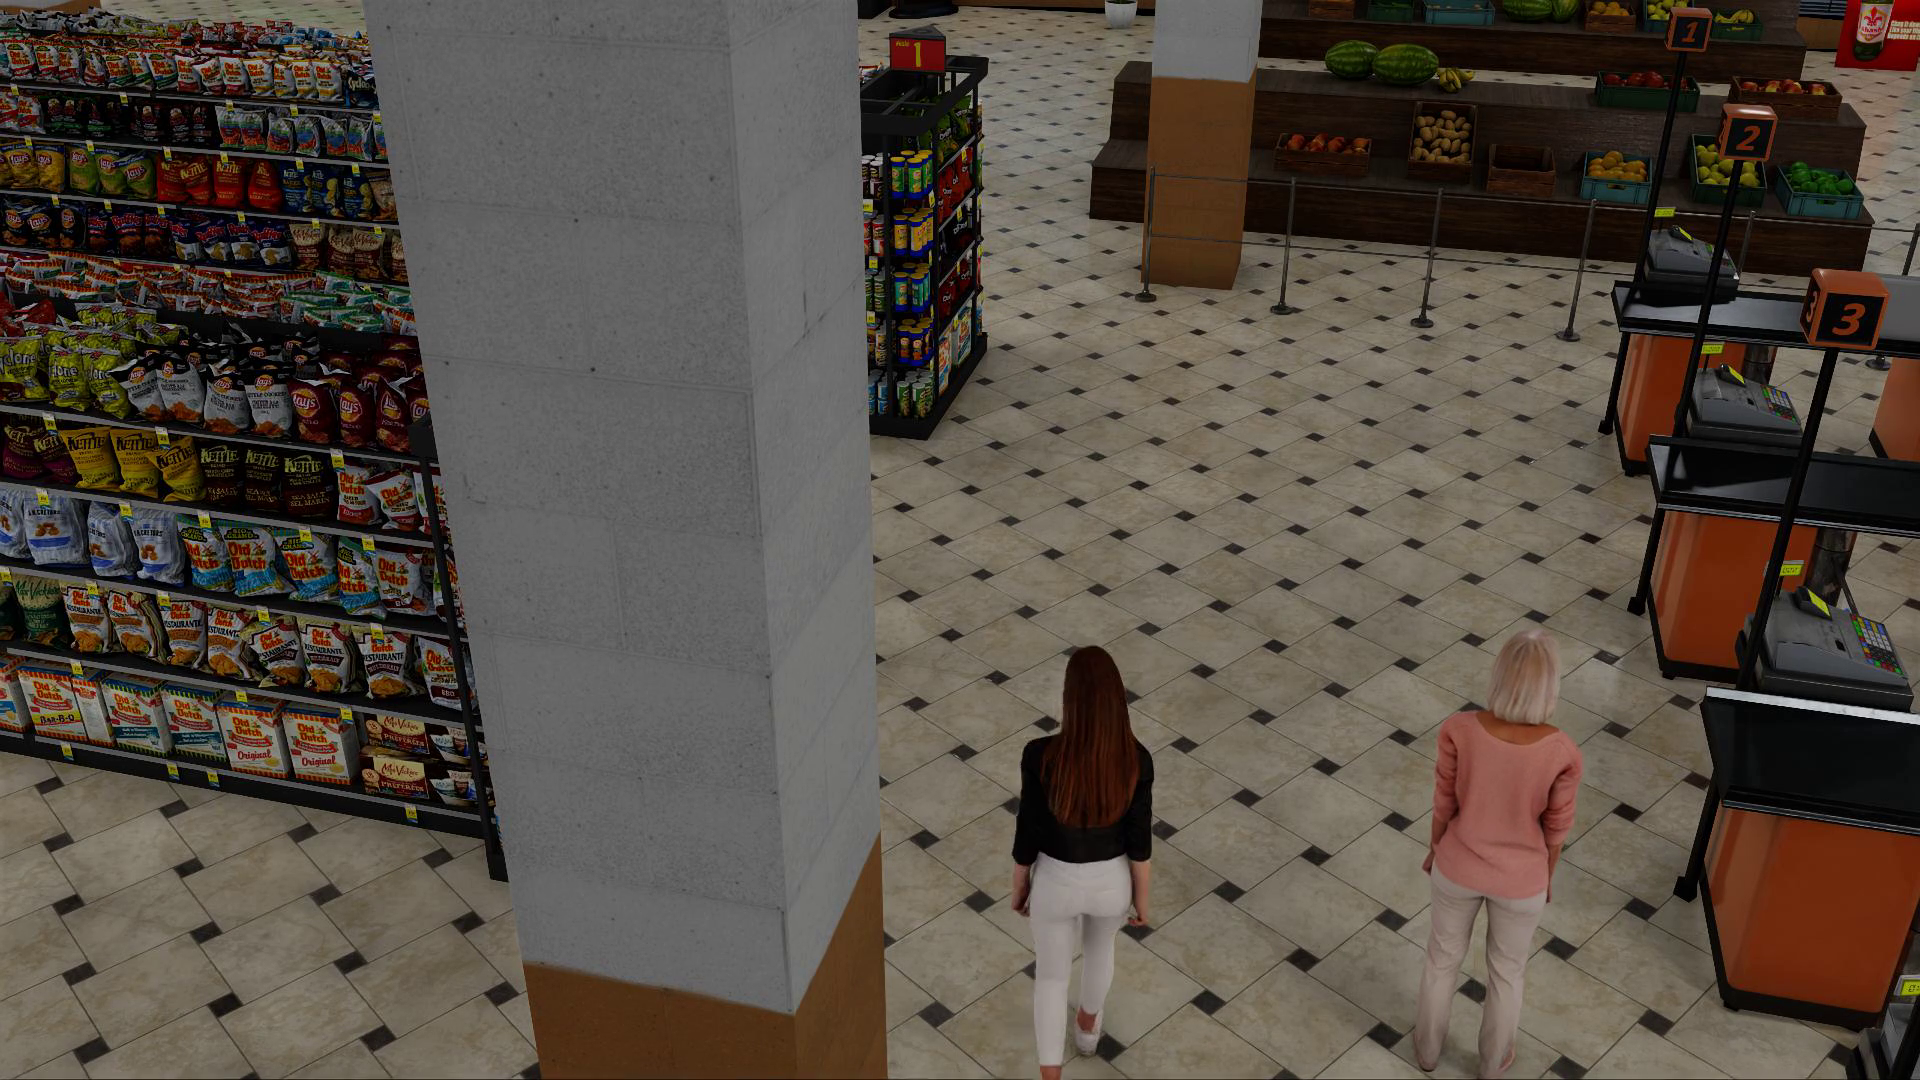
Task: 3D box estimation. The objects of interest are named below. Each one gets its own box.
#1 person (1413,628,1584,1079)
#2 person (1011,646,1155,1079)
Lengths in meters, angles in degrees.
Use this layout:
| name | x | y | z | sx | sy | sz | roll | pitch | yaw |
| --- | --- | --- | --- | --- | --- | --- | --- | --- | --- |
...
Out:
| name | x | y | z | sx | sy | sz | roll | pitch | yaw |
| --- | --- | --- | --- | --- | --- | --- | --- | --- | --- |
| person | 1.722 | 1.047 | 5.396 | 0.501 | 1.725 | 0.685 | 12 | 31 | 21 |
| person | 0.380 | 1.148 | 5.263 | 1.024 | 1.674 | 0.793 | 2 | 29 | 3 |
